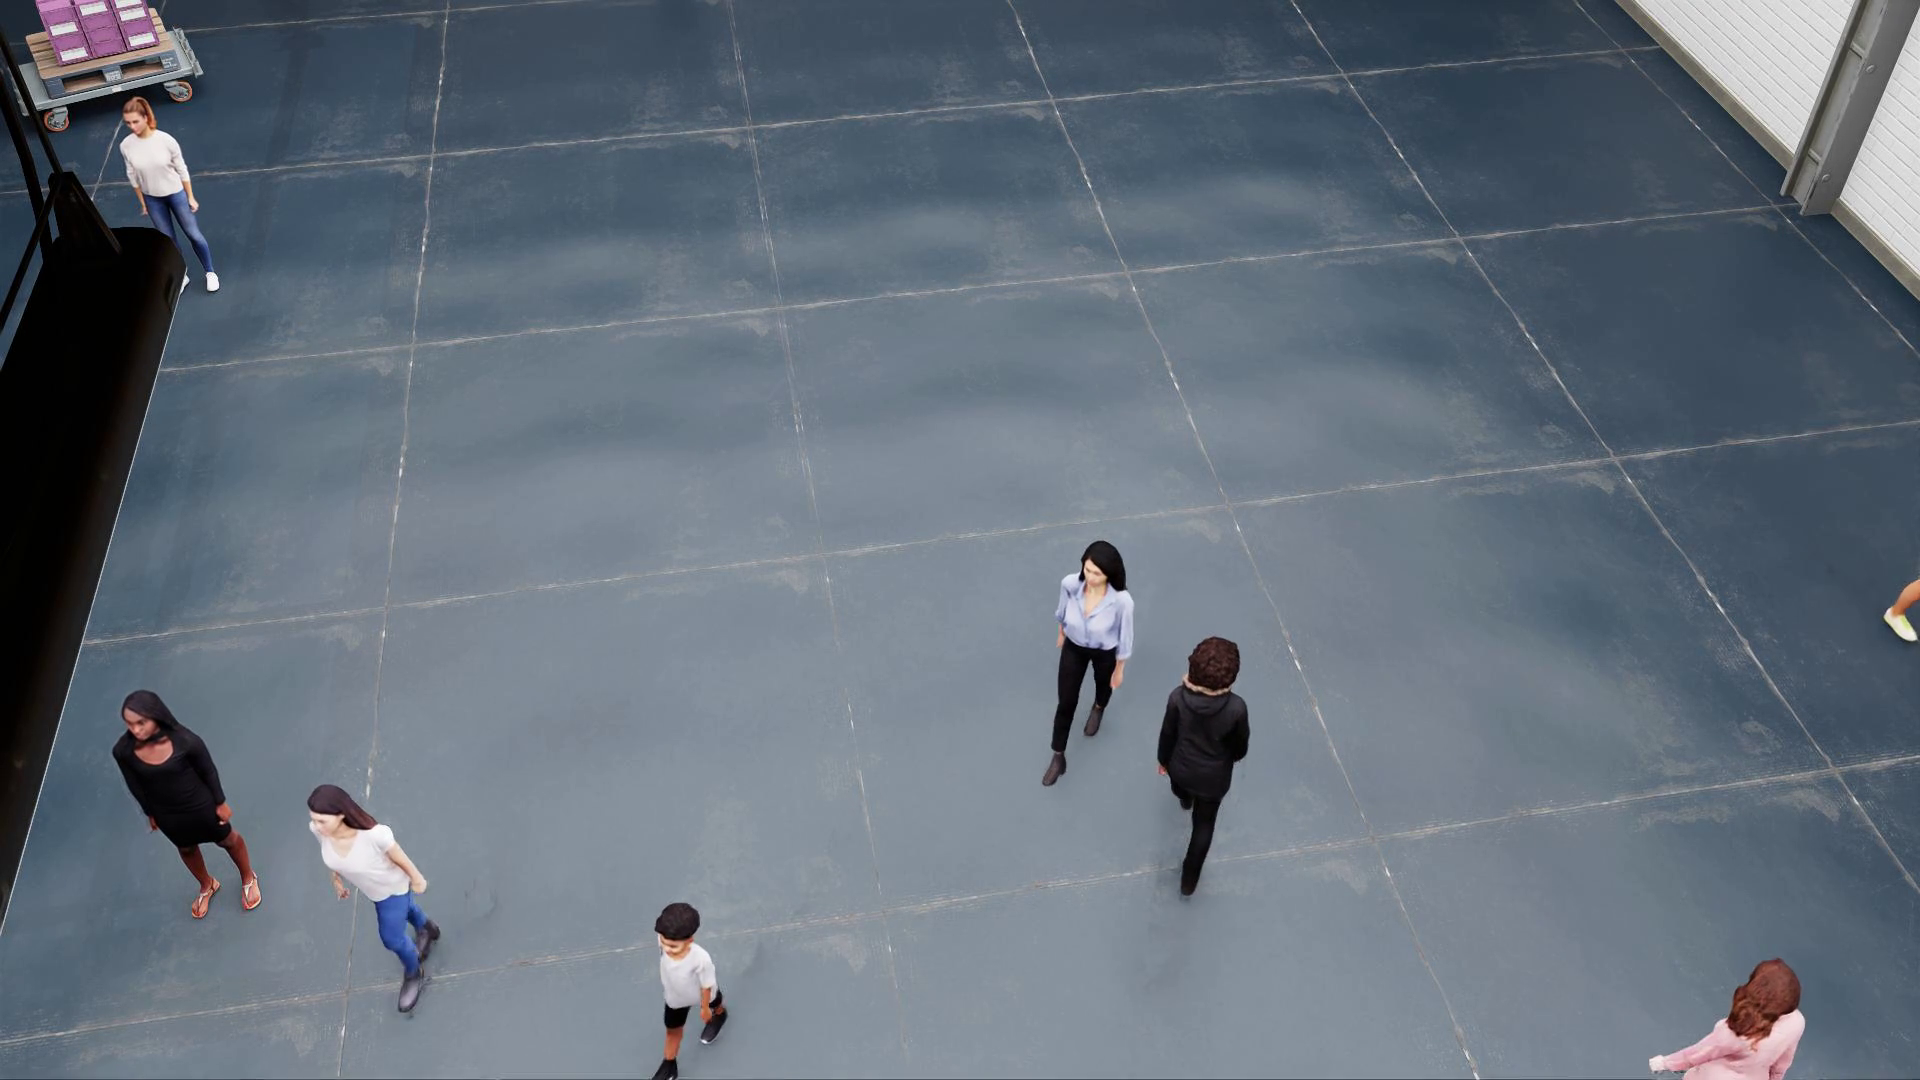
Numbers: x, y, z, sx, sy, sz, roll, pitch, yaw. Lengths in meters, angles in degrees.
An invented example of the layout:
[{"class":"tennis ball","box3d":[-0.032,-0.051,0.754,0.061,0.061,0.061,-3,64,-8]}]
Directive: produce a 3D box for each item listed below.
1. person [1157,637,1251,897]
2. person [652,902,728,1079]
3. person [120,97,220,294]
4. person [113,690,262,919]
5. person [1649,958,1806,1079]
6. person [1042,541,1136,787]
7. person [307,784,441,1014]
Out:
[{"class":"person","box3d":[1.324,1.295,9.203,0.948,1.728,1.204,10,45,11]},{"class":"person","box3d":[-1.354,2.239,8.574,0.788,1.230,0.915,18,47,18]},{"class":"person","box3d":[-6.430,-2.778,13.485,0.604,1.719,0.509,-6,44,-6]},{"class":"person","box3d":[-4.214,1.438,9.059,0.608,1.720,0.502,-6,44,-6]},{"class":"person","box3d":[3.621,2.645,7.752,0.738,1.775,0.928,-17,46,-17]},{"class":"person","box3d":[0.832,0.610,9.933,1.008,1.714,1.141,17,46,17]},{"class":"person","box3d":[-3.005,1.750,8.779,0.802,1.654,0.896,12,45,13]}]
